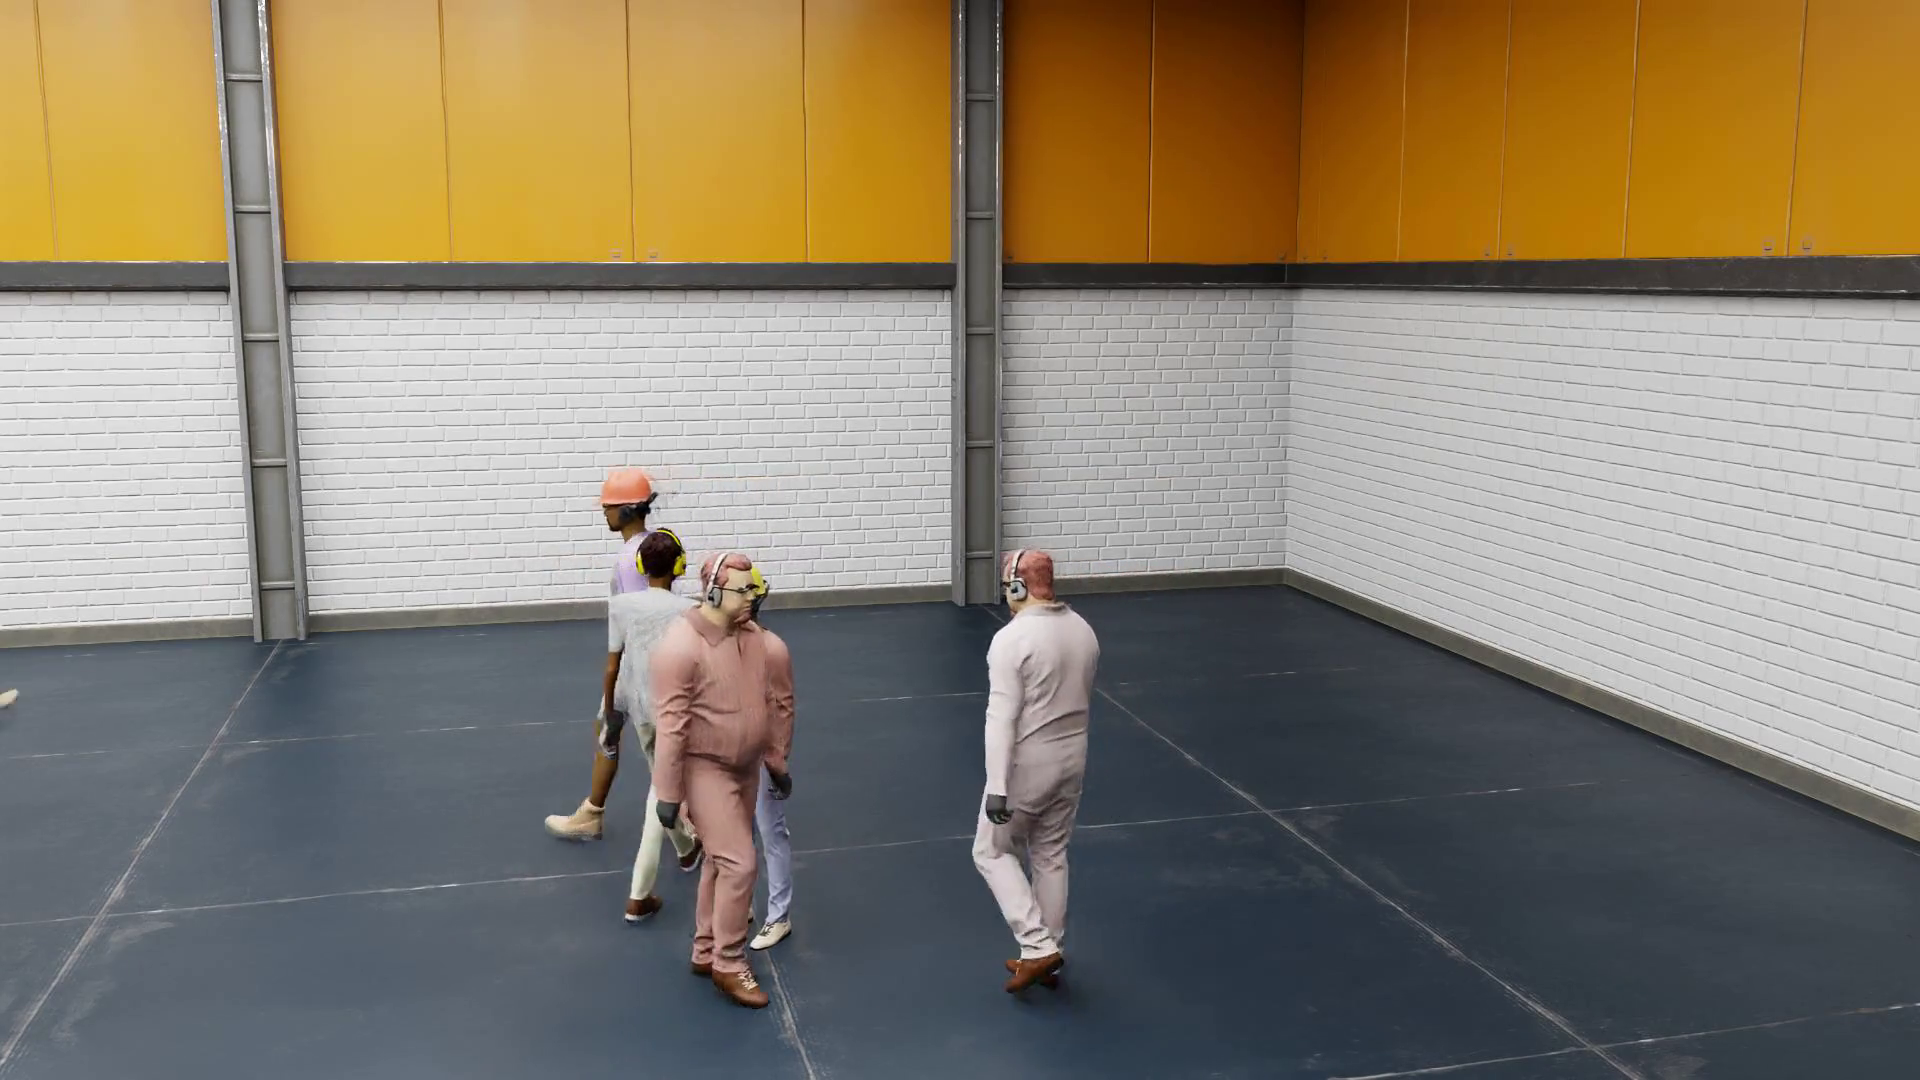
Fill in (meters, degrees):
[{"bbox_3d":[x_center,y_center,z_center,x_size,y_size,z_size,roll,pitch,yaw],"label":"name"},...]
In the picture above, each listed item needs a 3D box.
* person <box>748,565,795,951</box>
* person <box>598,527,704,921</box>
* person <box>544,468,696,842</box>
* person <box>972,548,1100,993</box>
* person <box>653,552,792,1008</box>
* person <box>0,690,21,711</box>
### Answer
[{"bbox_3d":[-0.963,0.961,7.498,0.526,1.768,0.331,8,12,42],"label":"person"},{"bbox_3d":[-1.421,0.846,8.058,0.546,1.811,0.992,2,9,15],"label":"person"},{"bbox_3d":[-1.823,0.623,8.864,0.949,2.001,0.628,1,9,5],"label":"person"},{"bbox_3d":[0.314,0.978,7.049,0.404,1.880,0.681,9,13,43],"label":"person"},{"bbox_3d":[-0.919,0.987,6.935,0.657,1.884,0.669,4,10,26],"label":"person"},{"bbox_3d":[-6.865,0.375,11.126,0.940,1.779,0.589,-8,12,-40],"label":"person"}]
